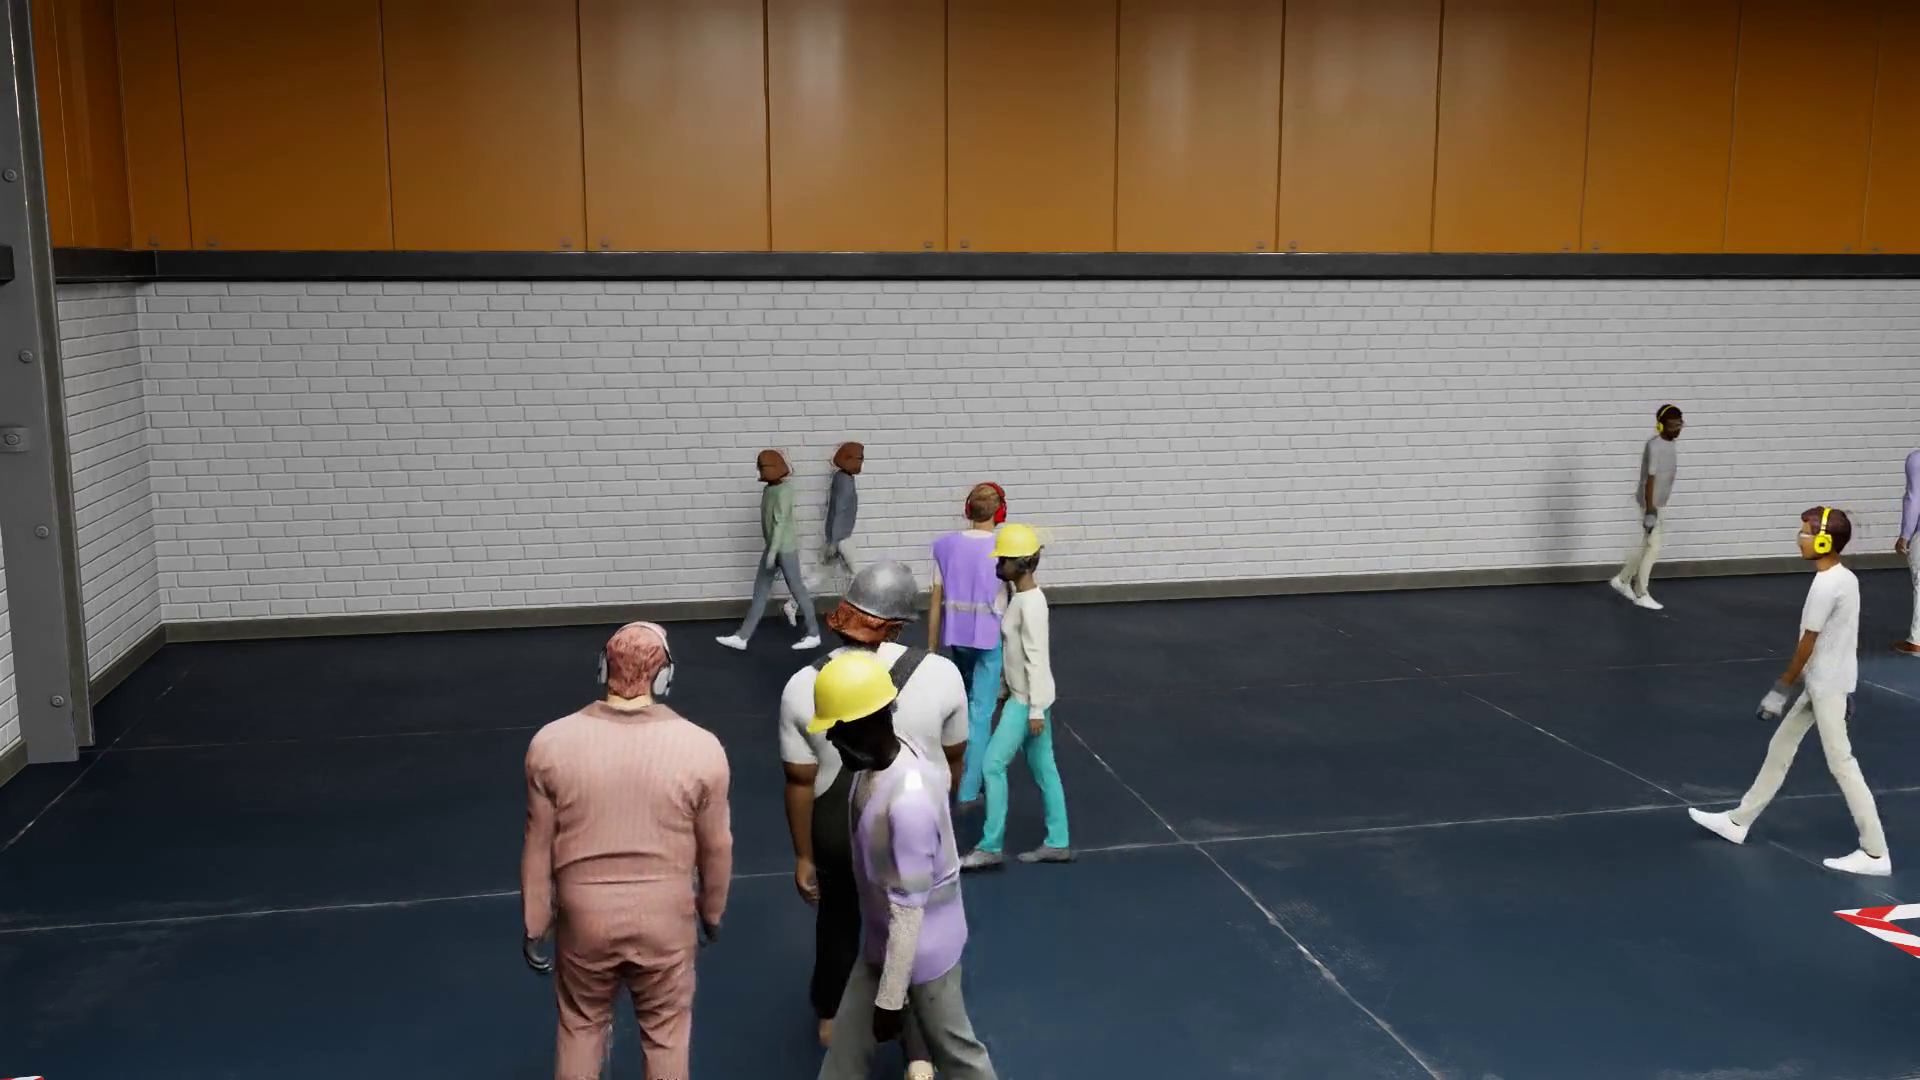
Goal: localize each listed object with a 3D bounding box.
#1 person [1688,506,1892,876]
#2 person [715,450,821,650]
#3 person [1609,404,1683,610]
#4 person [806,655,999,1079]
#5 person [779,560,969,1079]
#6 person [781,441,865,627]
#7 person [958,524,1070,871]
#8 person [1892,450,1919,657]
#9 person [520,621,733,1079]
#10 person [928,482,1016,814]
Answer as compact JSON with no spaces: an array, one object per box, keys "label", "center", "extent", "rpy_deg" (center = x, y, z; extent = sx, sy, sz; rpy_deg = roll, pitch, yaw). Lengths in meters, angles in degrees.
[{"label":"person","center":[4.248,0.740,8.352],"extent":[0.976,1.821,0.513],"rpy_deg":[6,11,31]},{"label":"person","center":[-1.470,0.095,12.963],"extent":[0.850,1.581,0.520],"rpy_deg":[-5,10,-26]},{"label":"person","center":[6.062,-0.300,14.654],"extent":[0.633,1.827,0.584],"rpy_deg":[8,12,42]},{"label":"person","center":[-0.224,1.246,5.162],"extent":[1.019,1.847,0.626],"rpy_deg":[-3,10,-19]},{"label":"person","center":[-0.305,1.000,6.083],"extent":[0.681,2.000,0.977],"rpy_deg":[0,9,-2]},{"label":"person","center":[-1.072,-0.026,13.711],"extent":[0.794,1.596,0.529],"rpy_deg":[-2,10,-11]},{"label":"person","center":[0.225,0.786,8.282],"extent":[0.738,1.734,0.543],"rpy_deg":[0,9,-1]},{"label":"person","center":[7.534,-0.057,12.835],"extent":[0.627,1.941,0.374],"rpy_deg":[-1,9,-7]},{"label":"person","center":[-1.061,1.193,5.355],"extent":[0.658,1.892,0.462],"rpy_deg":[-1,9,-6]},{"label":"person","center":[0.178,0.571,9.371],"extent":[0.603,1.809,0.895],"rpy_deg":[5,11,28]}]
